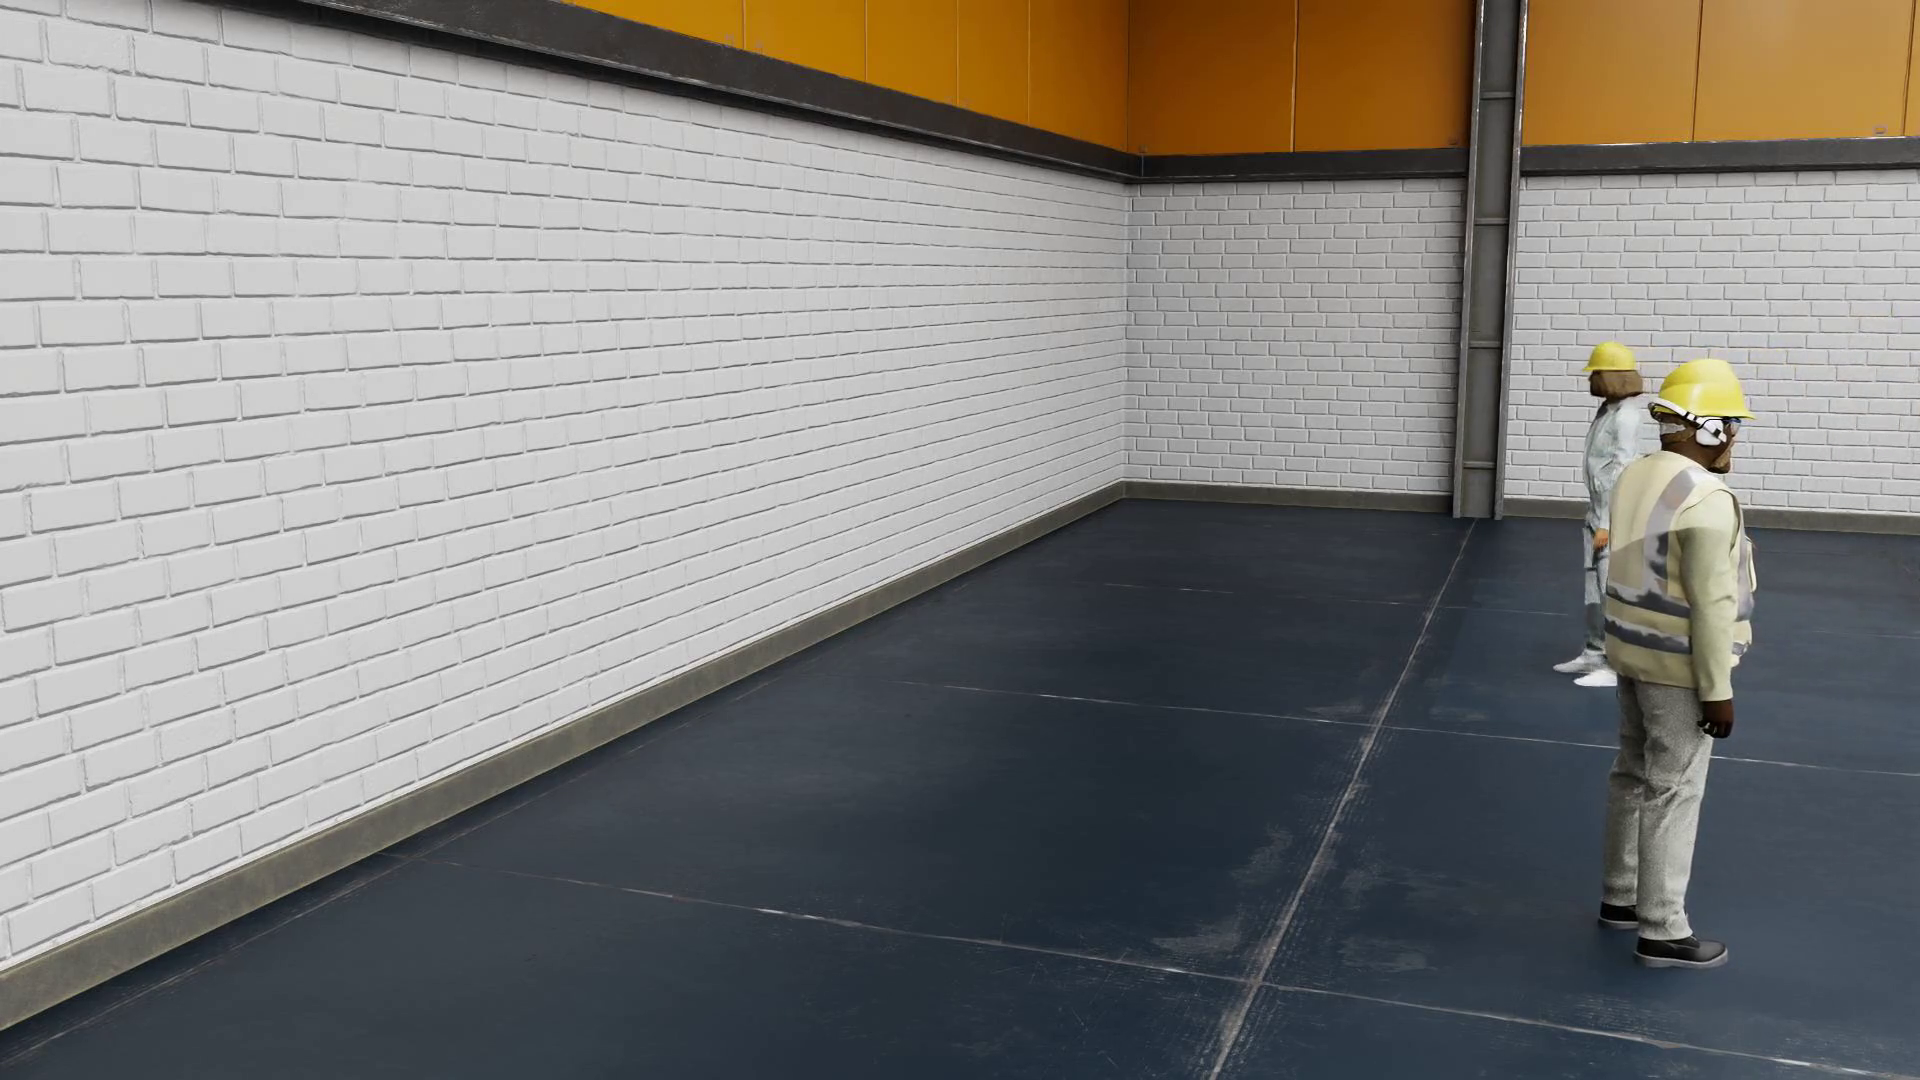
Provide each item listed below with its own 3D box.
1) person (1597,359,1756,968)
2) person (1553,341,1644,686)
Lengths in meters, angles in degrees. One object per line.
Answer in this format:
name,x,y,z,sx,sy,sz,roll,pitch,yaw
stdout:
person,2.169,0.368,5.046,0.403,1.825,0.596,0,9,-1
person,3.258,-0.129,8.402,0.297,1.743,0.493,1,9,7
